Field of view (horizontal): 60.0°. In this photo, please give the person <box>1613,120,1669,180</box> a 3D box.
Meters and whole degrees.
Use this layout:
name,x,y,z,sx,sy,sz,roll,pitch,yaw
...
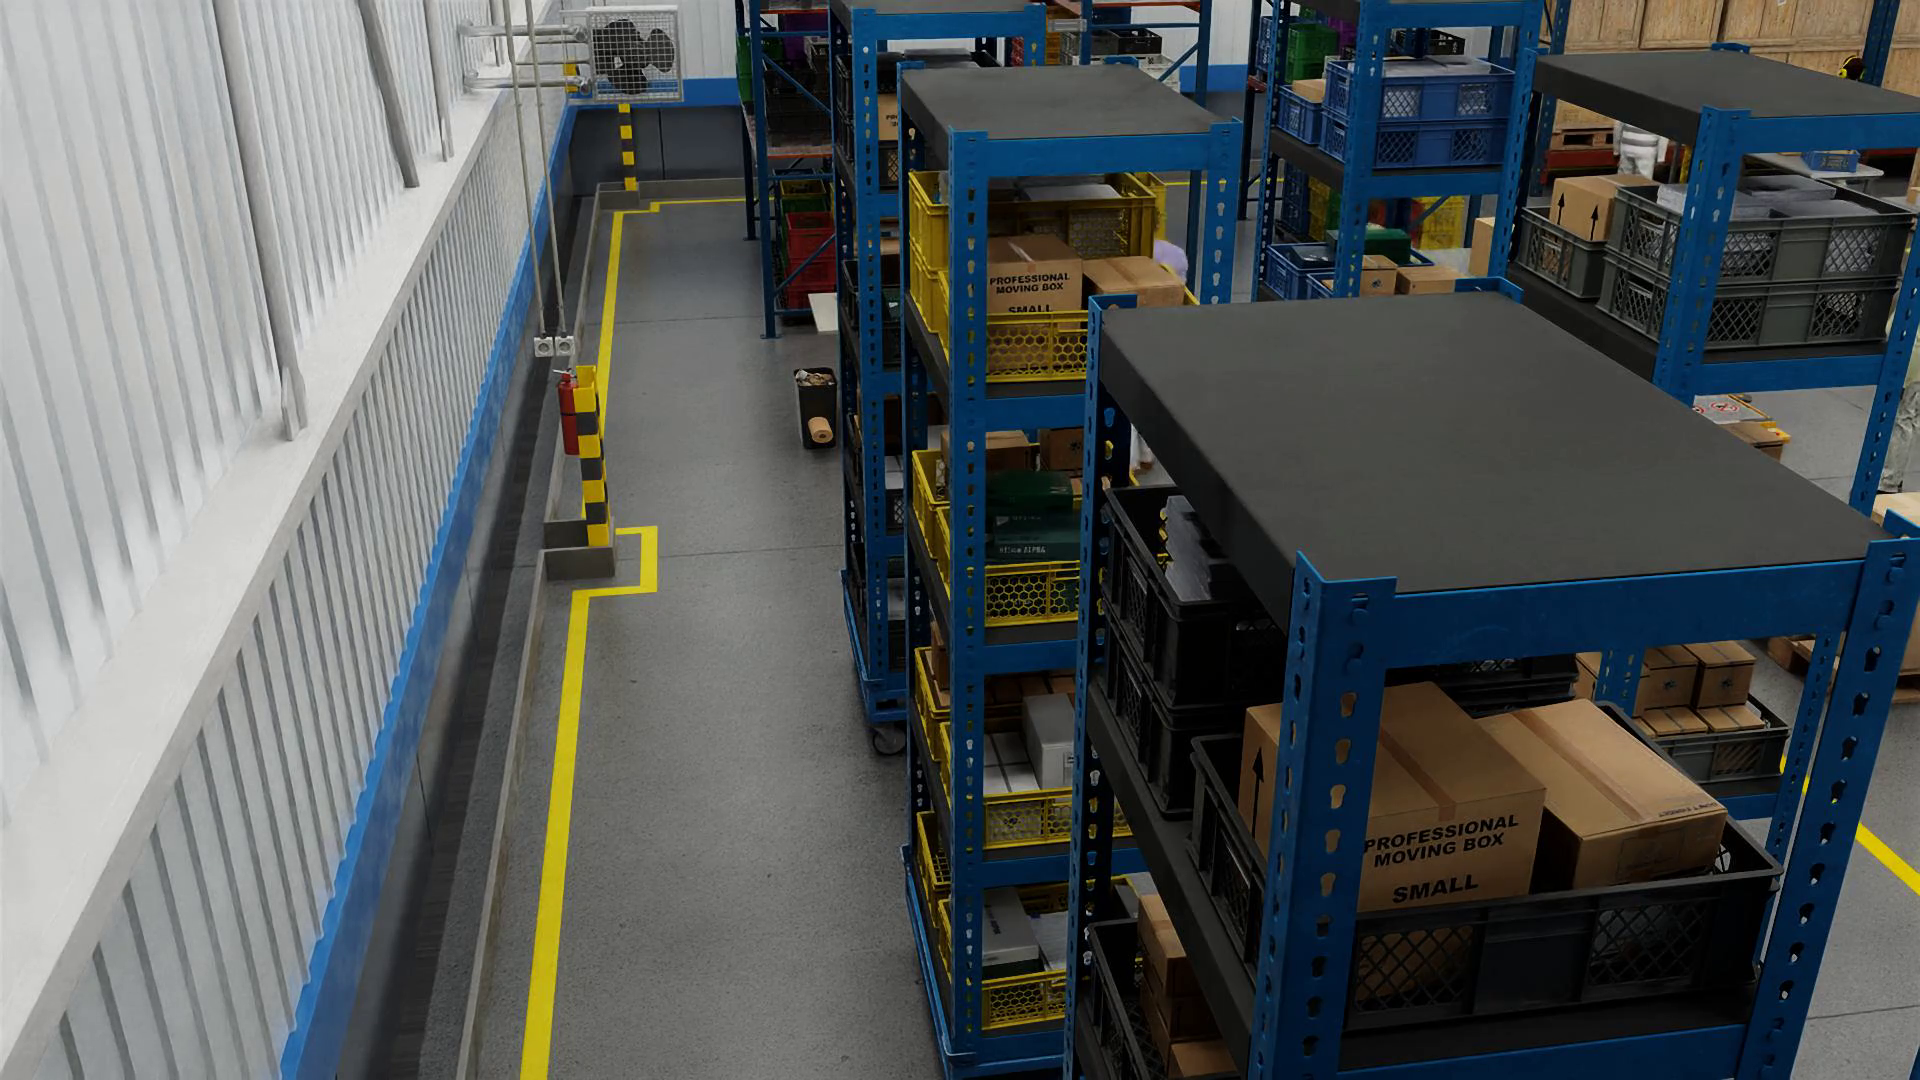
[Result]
name,x,y,z,sx,sy,sz,roll,pitch,yaw
person,6.897,-3.930,16.893,0.342,1.882,0.579,-17,30,-33

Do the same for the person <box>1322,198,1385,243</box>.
name,x,y,z,sx,sy,sz,roll,pitch,yaw
person,2.788,-1.583,11.861,0.665,1.822,0.469,-11,27,-23

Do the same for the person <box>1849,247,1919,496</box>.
name,x,y,z,sx,sy,sz,roll,pitch,yaw
person,6.190,-1.129,10.864,0.404,1.830,0.599,18,30,34
